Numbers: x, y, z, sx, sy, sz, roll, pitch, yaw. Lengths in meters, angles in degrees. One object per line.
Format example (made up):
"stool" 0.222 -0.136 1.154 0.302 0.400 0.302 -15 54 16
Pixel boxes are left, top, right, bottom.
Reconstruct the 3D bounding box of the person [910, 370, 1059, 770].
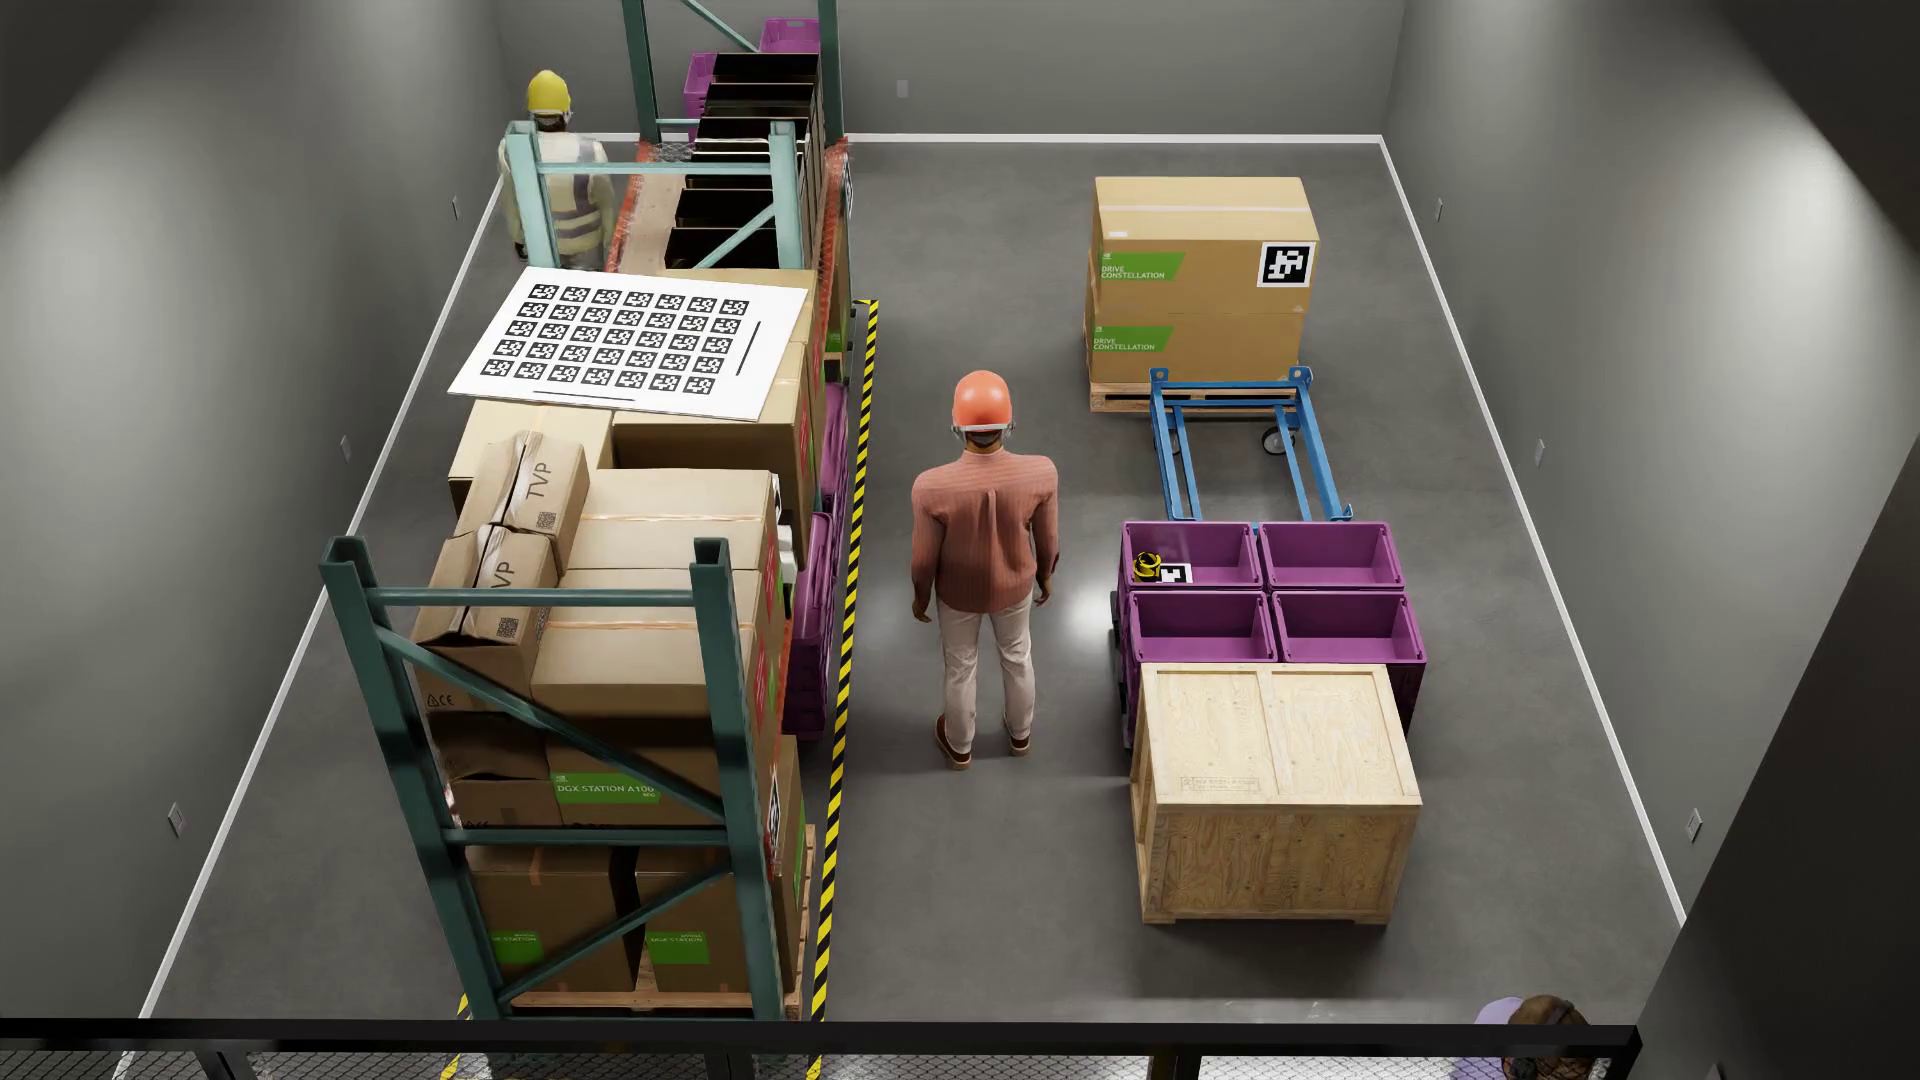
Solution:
"person" 0.093 0.154 6.897 0.623 1.989 0.400 -9 42 -11

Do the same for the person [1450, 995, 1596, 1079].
"person" 1.527 1.940 4.903 0.372 1.938 0.631 11 42 12

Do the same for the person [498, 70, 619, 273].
"person" -2.158 -1.674 9.111 0.611 1.820 0.517 -1 41 -1
